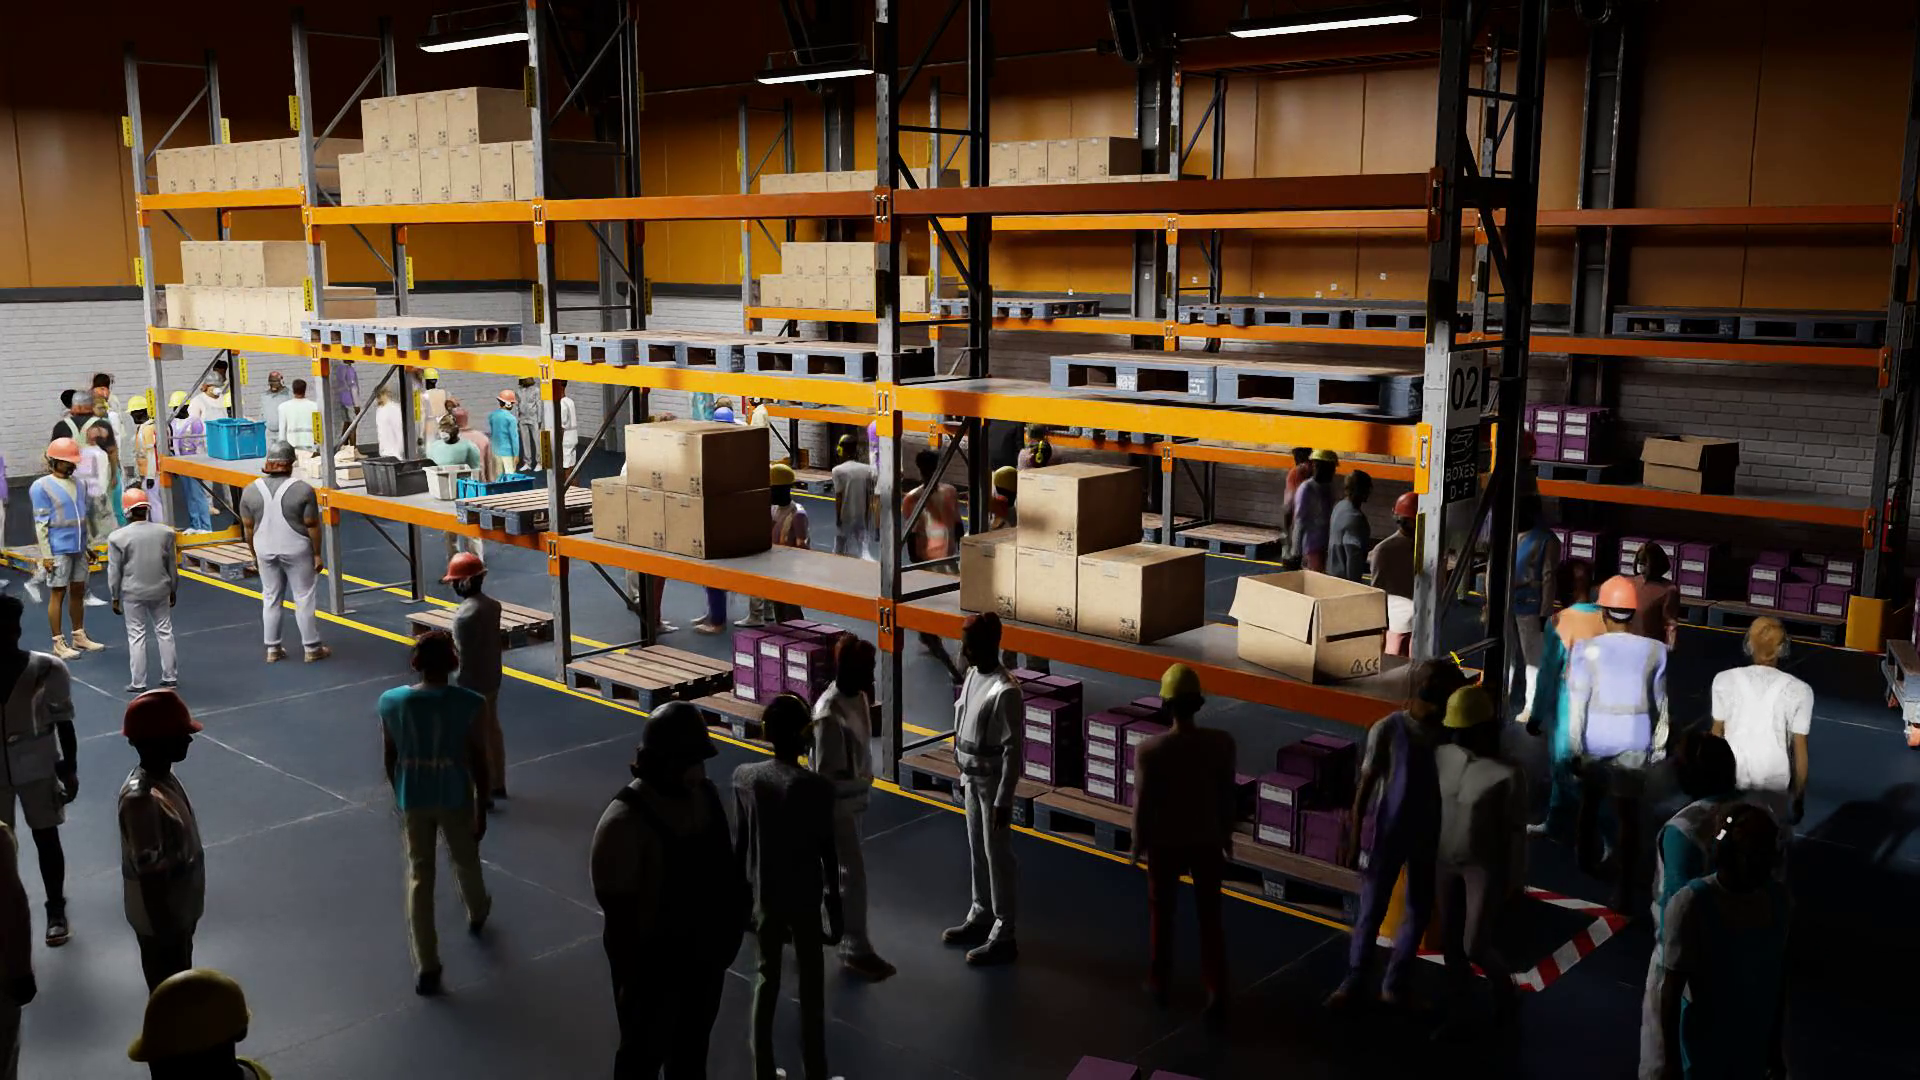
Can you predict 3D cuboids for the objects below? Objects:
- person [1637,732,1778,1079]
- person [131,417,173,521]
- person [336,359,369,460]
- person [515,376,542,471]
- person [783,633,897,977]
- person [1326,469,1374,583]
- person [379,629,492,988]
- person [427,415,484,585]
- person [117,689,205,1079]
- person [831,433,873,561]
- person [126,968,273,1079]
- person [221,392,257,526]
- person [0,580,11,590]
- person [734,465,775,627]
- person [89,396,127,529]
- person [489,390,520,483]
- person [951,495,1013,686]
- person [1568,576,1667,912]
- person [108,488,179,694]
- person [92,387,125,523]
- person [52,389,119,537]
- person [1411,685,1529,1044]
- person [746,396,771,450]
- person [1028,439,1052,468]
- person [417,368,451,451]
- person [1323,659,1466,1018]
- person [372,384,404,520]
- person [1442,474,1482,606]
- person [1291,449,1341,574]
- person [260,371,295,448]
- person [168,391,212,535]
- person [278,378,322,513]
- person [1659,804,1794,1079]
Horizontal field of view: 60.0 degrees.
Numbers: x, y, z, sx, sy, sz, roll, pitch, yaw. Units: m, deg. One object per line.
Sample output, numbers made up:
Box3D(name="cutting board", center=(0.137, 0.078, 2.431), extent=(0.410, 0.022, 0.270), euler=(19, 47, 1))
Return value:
Box3D(name="person", center=(3.151, 1.689, 6.863), extent=(0.663, 1.805, 0.872), euler=(-6, 12, -30))
Box3D(name="person", center=(-10.218, -0.805, 21.081), extent=(0.322, 1.742, 0.493), euler=(6, 12, 30))
Box3D(name="person", center=(-10.796, -2.439, 29.473), extent=(0.370, 2.044, 0.608), euler=(-10, 14, -43))
Box3D(name="person", center=(-7.262, -2.017, 27.975), extent=(0.491, 1.732, 0.325), euler=(3, 10, 14))
Box3D(name="person", center=(-0.707, 1.353, 8.585), extent=(0.718, 1.854, 0.645), euler=(2, 10, 12))
Box3D(name="person", center=(3.254, 0.367, 13.941), extent=(0.371, 1.932, 0.627), euler=(0, 10, 2))
Box3D(name="person", center=(-2.730, 1.350, 8.764), extent=(0.572, 1.790, 0.997), euler=(-1, 10, -5))
Box3D(name="person", center=(-5.622, -0.439, 18.528), extent=(0.645, 1.927, 0.390), euler=(2, 10, 9))
Box3D(name="person", center=(-3.347, 1.576, 7.072), extent=(0.355, 1.938, 0.545), euler=(-4, 11, -20))
Box3D(name="person", center=(-1.101, -0.205, 17.490), extent=(0.534, 1.827, 0.973), euler=(-8, 13, -40))
Box3D(name="person", center=(-1.946, 2.052, 4.462), extent=(0.401, 1.916, 0.583), euler=(-6, 12, -30))
Box3D(name="person", center=(-9.248, -0.946, 21.359), extent=(0.592, 1.925, 0.385), euler=(2, 10, 13))
Box3D(name="person", center=(-10.840, -0.372, 18.243), extent=(1.015, 1.885, 0.618), euler=(3, 11, 18))
Box3D(name="person", center=(-2.064, -0.089, 16.573), extent=(0.405, 1.906, 0.653), euler=(3, 11, 19))
Box3D(name="person", center=(-11.325, -0.990, 21.913), extent=(0.783, 1.824, 0.516), euler=(5, 11, 25))
Box3D(name="person", center=(-6.462, -1.272, 23.745), extent=(0.573, 1.738, 0.353), euler=(8, 13, 37))
Box3D(name="person", center=(0.243, 0.472, 13.981), extent=(0.811, 1.696, 0.631), euler=(5, 11, 26))
Box3D(name="person", center=(3.794, 1.152, 9.647), extent=(0.541, 1.889, 1.043), euler=(3, 10, 15))
Box3D(name="person", center=(-6.928, 0.427, 14.113), extent=(0.350, 1.744, 0.566), euler=(9, 13, 42))
Box3D(name="person", center=(-11.602, -1.141, 22.588), extent=(0.576, 1.884, 0.355), euler=(7, 12, 36))
Box3D(name="person", center=(-10.787, -0.864, 20.574), extent=(0.694, 2.000, 0.636), euler=(-2, 10, -12))
Box3D(name="person", center=(2.401, 1.537, 7.837), extent=(0.371, 1.746, 0.552), euler=(-7, 12, -36))
Box3D(name="person", center=(-2.954, -1.387, 24.387), extent=(0.354, 1.737, 0.576), euler=(-1, 10, -5))
Box3D(name="person", center=(0.806, -0.070, 16.565), extent=(0.330, 1.874, 0.518), euler=(1, 10, 8))
Box3D(name="person", center=(-8.038, -1.667, 25.431), extent=(0.370, 1.928, 0.585), euler=(8, 13, 38))
Box3D(name="person", center=(2.146, 1.463, 8.110), extent=(0.657, 1.814, 0.314), euler=(-1, 10, -5))
Box3D(name="person", center=(-7.785, -1.199, 22.883), extent=(0.476, 1.895, 0.683), euler=(-7, 12, -36))
Box3D(name="person", center=(5.185, -0.177, 17.500), extent=(0.573, 1.751, 0.330), euler=(1, 10, 3))
Box3D(name="person", center=(3.506, 0.065, 15.752), extent=(0.805, 1.884, 0.605), euler=(8, 13, 38))
Box3D(name="person", center=(-10.314, -1.609, 25.205), extent=(0.642, 1.900, 0.400), euler=(2, 10, 14))
Box3D(name="person", center=(-10.024, -0.978, 21.582), extent=(0.591, 1.918, 0.392), euler=(6, 12, 32))
Box3D(name="person", center=(-9.284, -1.319, 23.501), extent=(0.596, 1.914, 0.373), euler=(-3, 11, -17))
Box3D(name="person", center=(2.738, 1.822, 5.988), extent=(0.501, 1.839, 0.346), euler=(-3, 10, -16))
